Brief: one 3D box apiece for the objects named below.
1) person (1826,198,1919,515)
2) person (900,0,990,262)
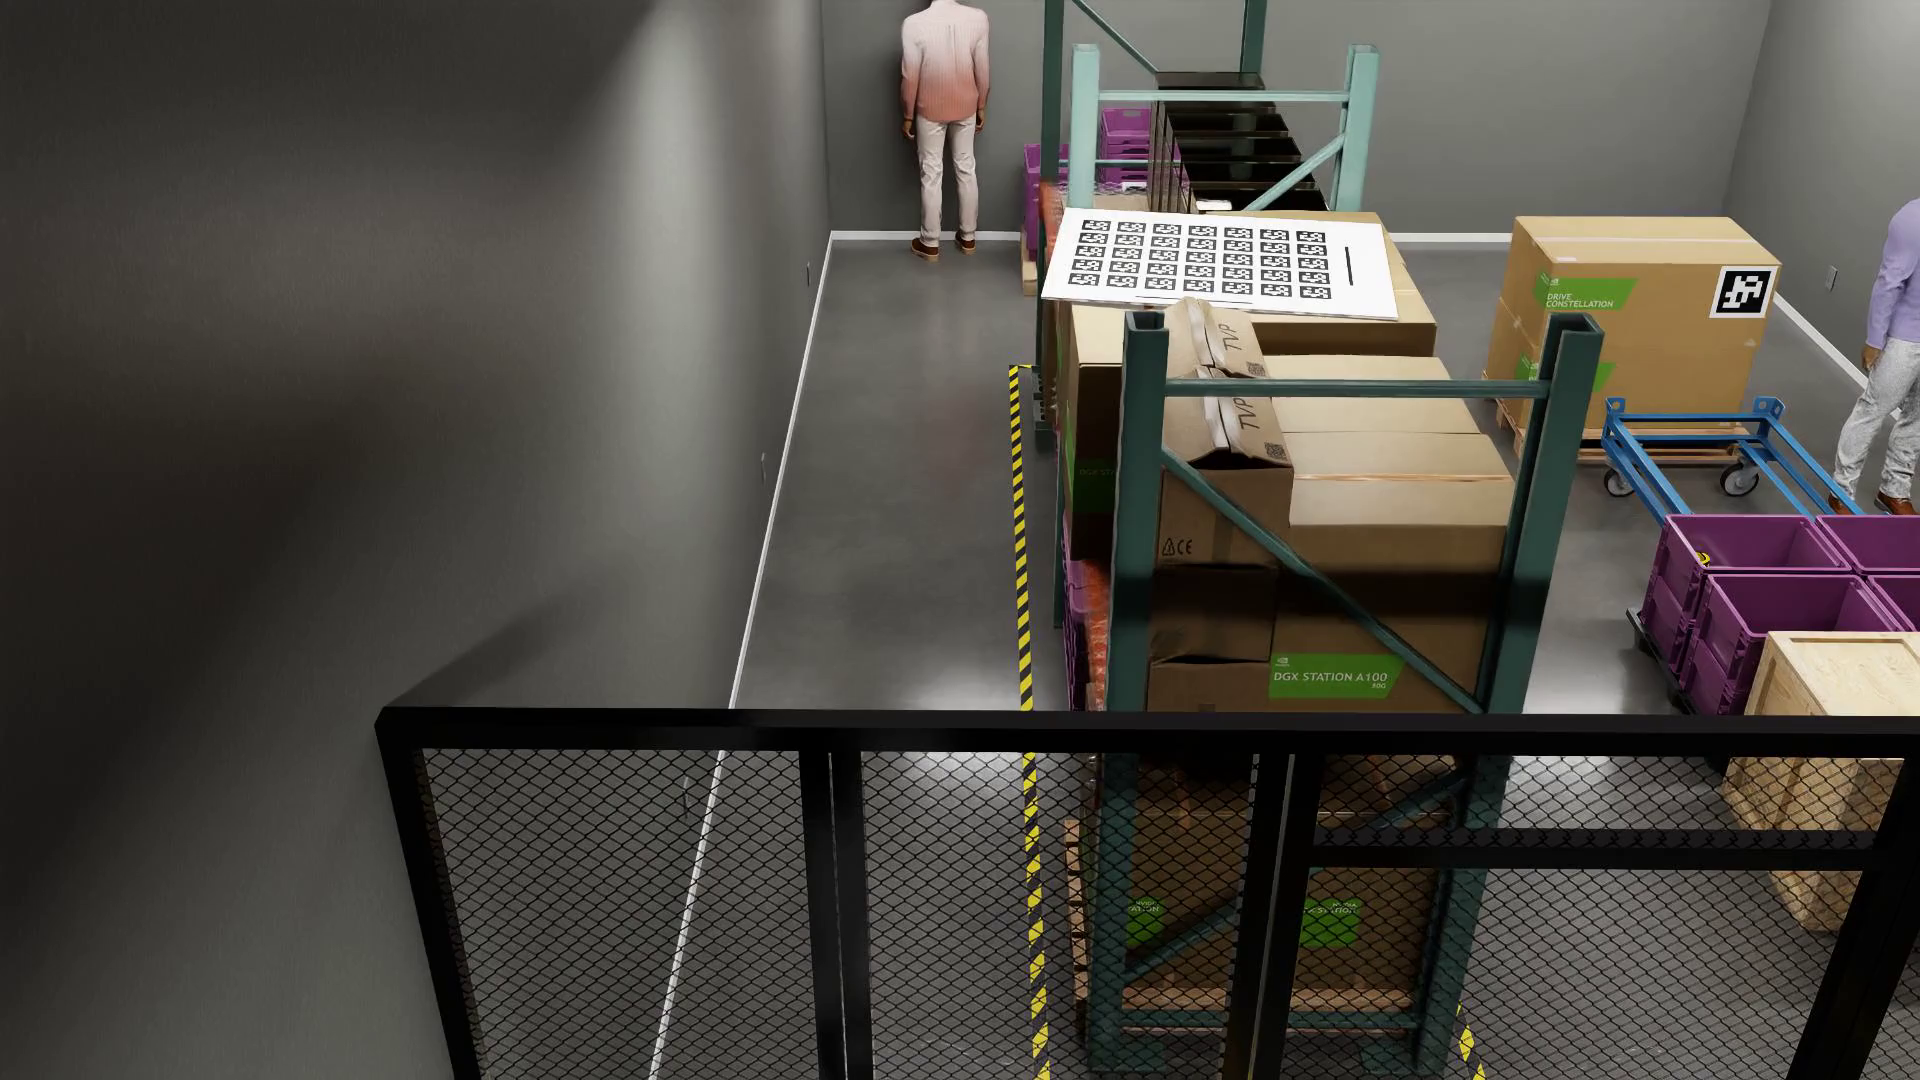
[{"bbox_3d":[4.536,-0.944,7.783,0.627,1.940,0.372,-1,31,-1],"label":"person"},{"bbox_3d":[-0.103,-2.813,10.833,0.612,1.995,0.382,-13,33,-20],"label":"person"}]
